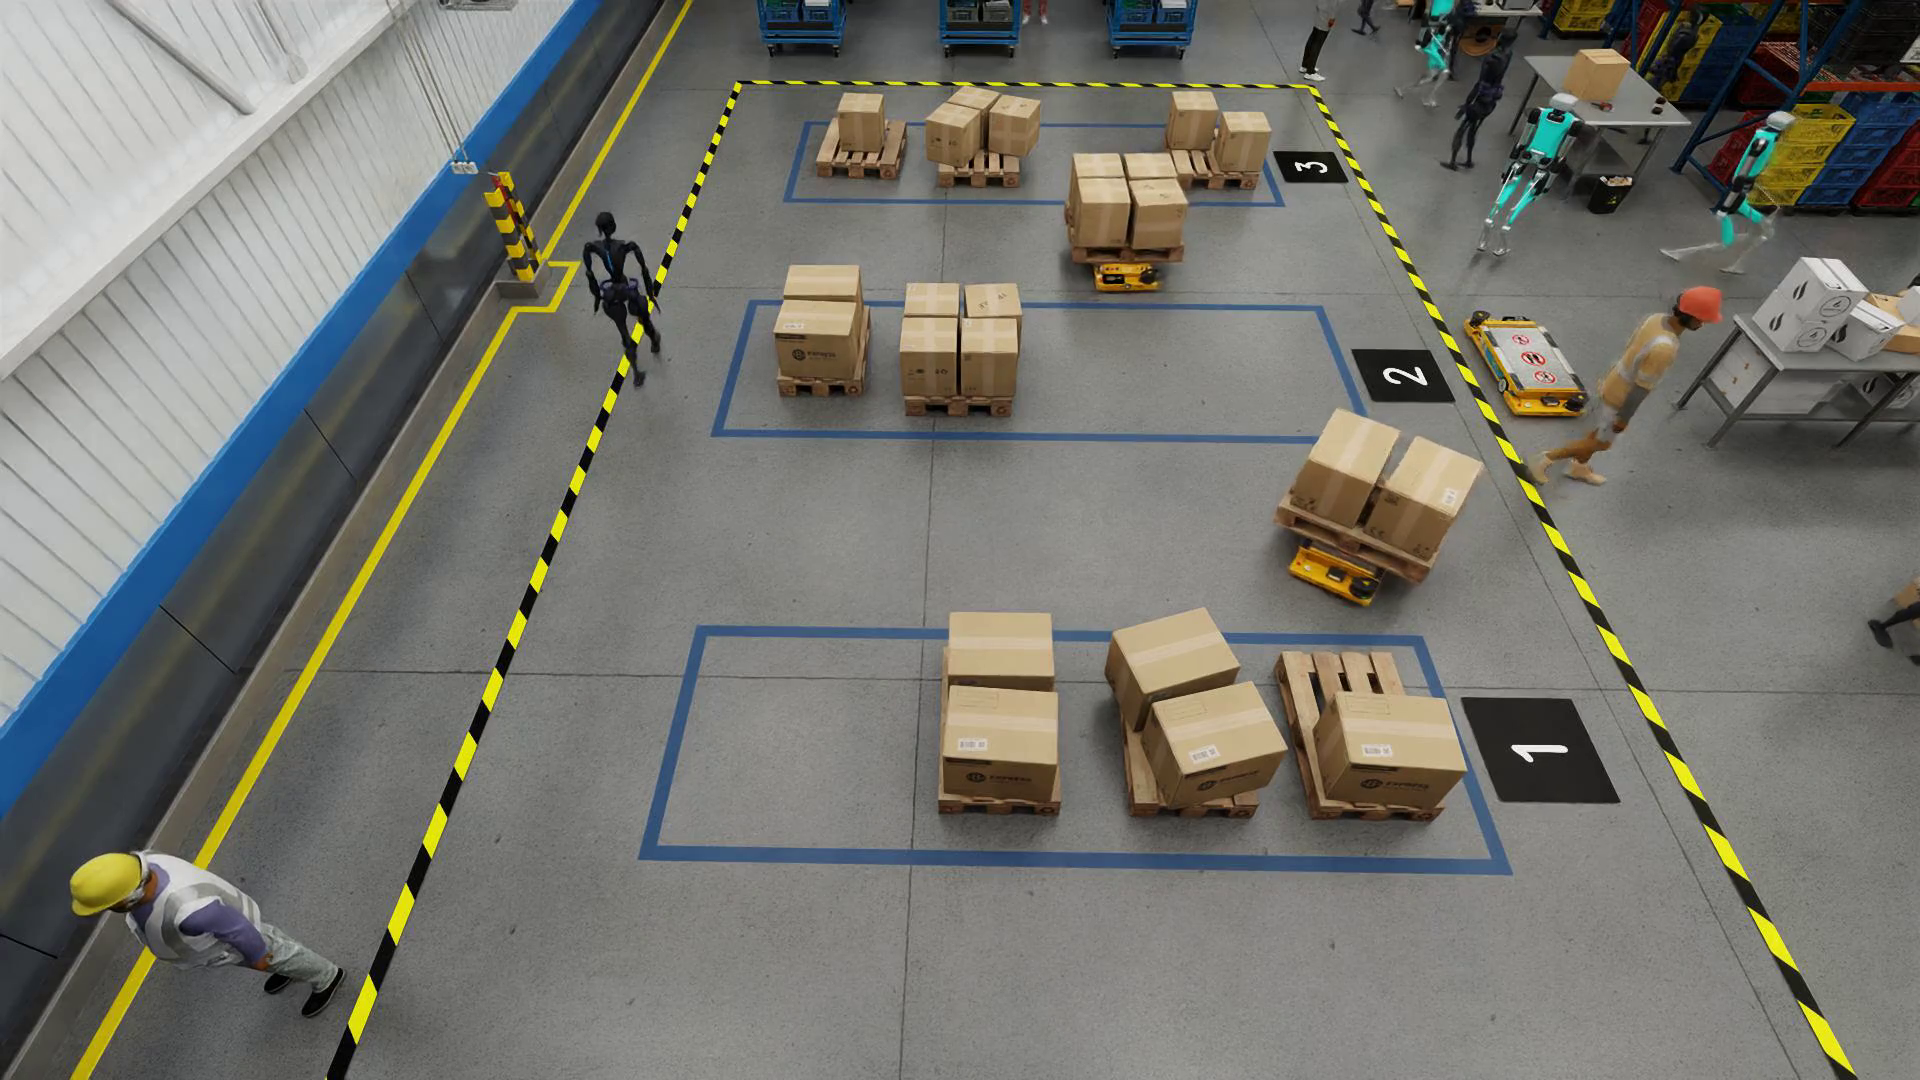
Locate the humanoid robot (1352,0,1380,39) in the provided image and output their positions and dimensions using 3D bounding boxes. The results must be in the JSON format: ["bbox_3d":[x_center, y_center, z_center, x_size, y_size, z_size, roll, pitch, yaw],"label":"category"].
[{"bbox_3d":[6.452,-8.587,14.034,0.600,1.636,0.523,-28,55,-22],"label":"humanoid robot"}]

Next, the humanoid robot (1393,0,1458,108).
[{"bbox_3d":[6.539,-6.712,12.401,0.571,1.758,1.006,-18,51,-15],"label":"humanoid robot"}]

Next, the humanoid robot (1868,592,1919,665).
[{"bbox_3d":[7.104,0.323,6.324,0.610,1.641,0.564,4,49,3],"label":"humanoid robot"}]

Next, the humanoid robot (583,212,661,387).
[{"bbox_3d":[-3.175,-2.301,8.629,0.614,1.623,0.786,-6,49,-5],"label":"humanoid robot"}]

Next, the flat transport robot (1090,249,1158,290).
[{"bbox_3d":[1.815,-3.318,10.387,0.652,0.197,1.431,0,49,0],"label":"flat transport robot"}]

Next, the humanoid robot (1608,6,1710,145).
[{"bbox_3d":[9.106,-5.976,11.793,0.587,1.630,0.721,-33,57,-25],"label":"humanoid robot"}]

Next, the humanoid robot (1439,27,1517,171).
[{"bbox_3d":[6.436,-5.381,11.264,0.589,1.635,0.376,-28,55,-22],"label":"humanoid robot"}]

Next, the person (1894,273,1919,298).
[{"bbox_3d":[10.348,-3.167,9.243,0.332,1.836,0.504,-24,53,-20],"label":"person"}]

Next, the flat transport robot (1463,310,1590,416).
[{"bbox_3d":[5.573,-1.757,9.054,0.659,0.231,1.431,1,49,1],"label":"flat transport robot"}]

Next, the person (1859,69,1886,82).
[{"bbox_3d":[13.646,-7.523,12.948,0.542,1.928,0.370,-11,50,-10],"label":"person"}]

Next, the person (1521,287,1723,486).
[{"bbox_3d":[5.328,-1.188,7.404,0.751,2.019,0.631,19,52,16],"label":"person"}]

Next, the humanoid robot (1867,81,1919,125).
[{"bbox_3d":[11.865,-5.651,11.481,0.905,1.799,0.560,9,50,8],"label":"humanoid robot"}]

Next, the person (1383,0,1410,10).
[{"bbox_3d":[7.446,-9.533,14.816,0.791,1.709,0.518,-15,51,-12],"label":"person"}]

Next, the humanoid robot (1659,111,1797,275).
[{"bbox_3d":[8.359,-3.526,9.641,1.043,1.747,0.541,36,58,27],"label":"humanoid robot"}]

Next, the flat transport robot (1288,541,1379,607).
[{"bbox_3d":[3.302,-0.114,7.614,0.652,0.197,1.431,26,54,21],"label":"flat transport robot"}]

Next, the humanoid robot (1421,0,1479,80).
[{"bbox_3d":[7.136,-7.433,13.036,0.448,1.641,0.597,30,55,23],"label":"humanoid robot"}]

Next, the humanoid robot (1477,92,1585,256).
[{"bbox_3d":[5.981,-3.817,9.778,0.735,1.676,0.533,-37,58,-27],"label":"humanoid robot"}]

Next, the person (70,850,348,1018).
[{"bbox_3d":[-3.836,2.033,4.740,0.598,1.827,0.404,21,52,17],"label":"person"}]

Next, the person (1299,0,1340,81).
[{"bbox_3d":[5.248,-7.551,13.022,0.380,1.852,0.587,0,49,0],"label":"person"}]

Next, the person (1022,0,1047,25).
[{"bbox_3d":[1.240,-9.174,14.383,0.596,1.916,0.371,-2,49,-1],"label":"person"}]
